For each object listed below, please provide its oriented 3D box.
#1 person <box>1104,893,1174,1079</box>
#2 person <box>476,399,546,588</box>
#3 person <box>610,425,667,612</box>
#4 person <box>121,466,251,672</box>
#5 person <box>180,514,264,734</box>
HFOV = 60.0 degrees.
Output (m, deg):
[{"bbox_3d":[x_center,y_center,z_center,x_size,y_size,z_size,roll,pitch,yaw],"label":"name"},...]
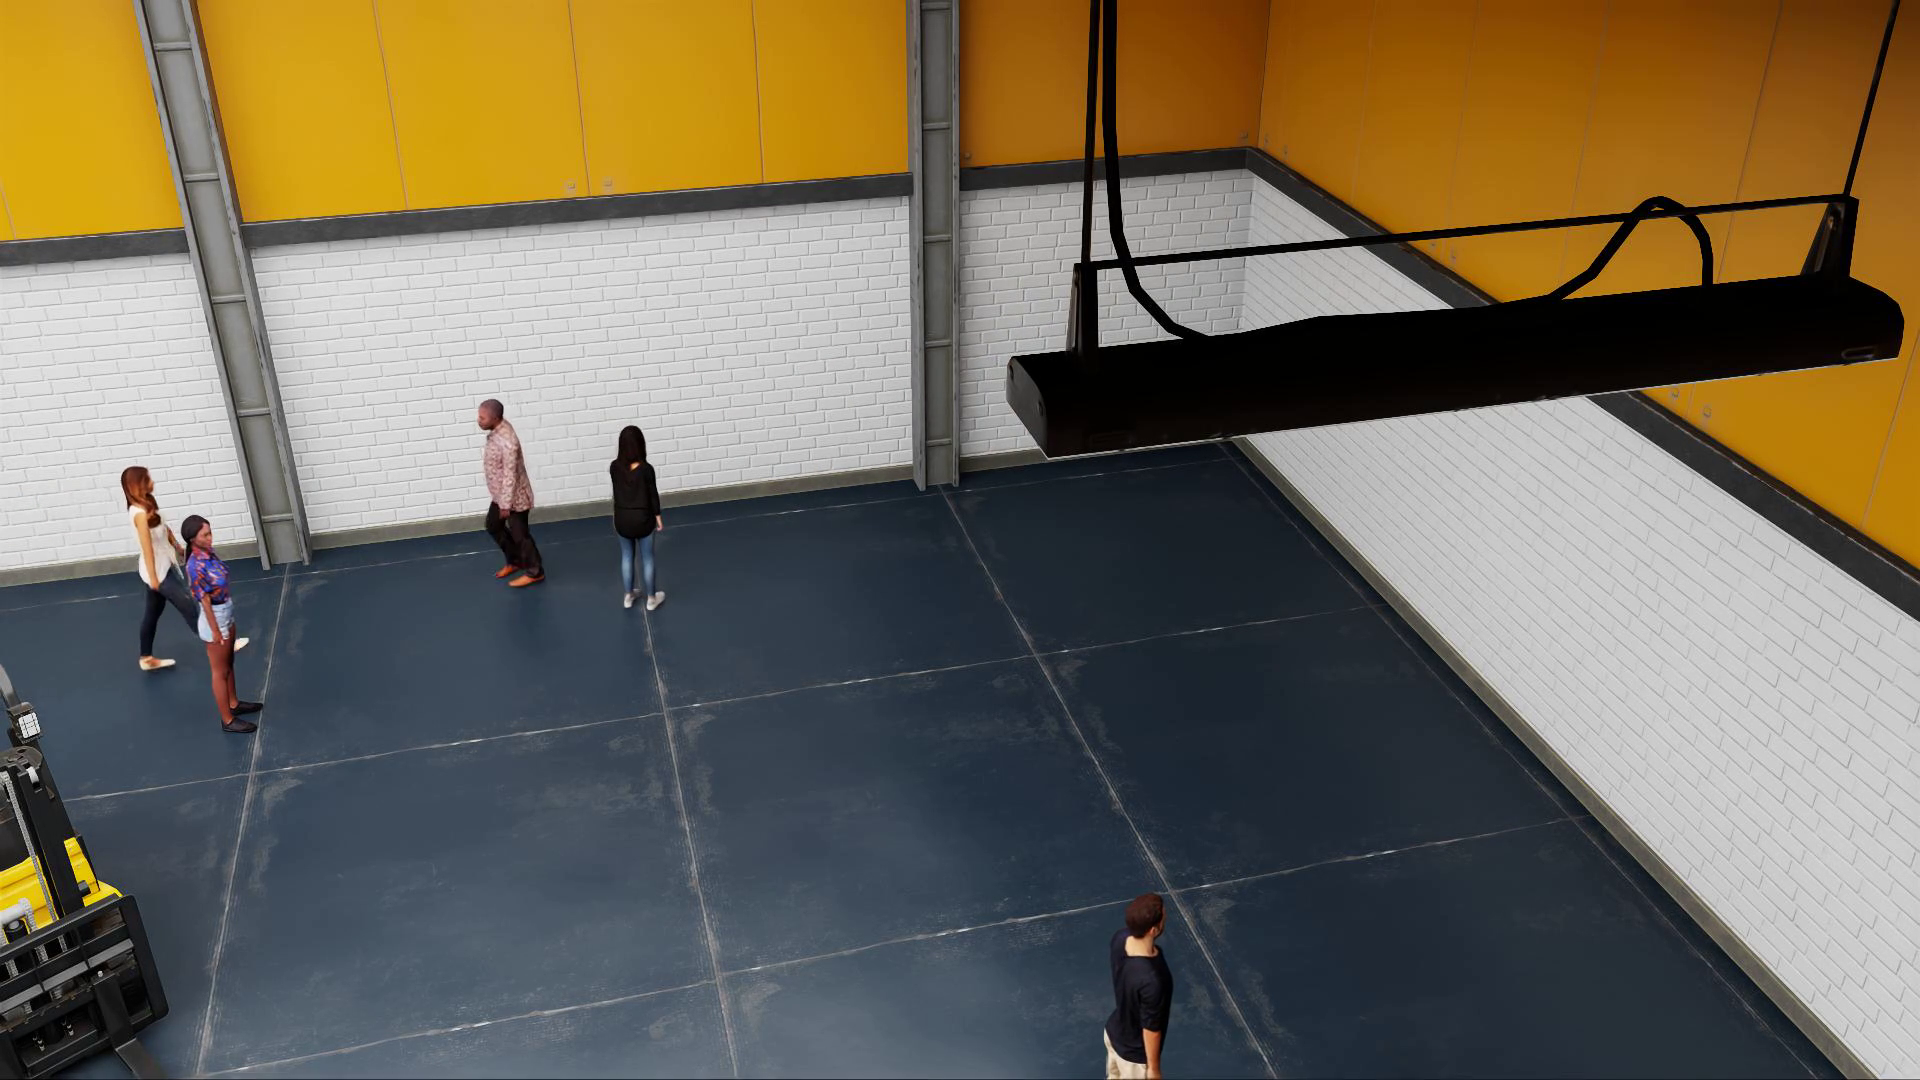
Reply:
[{"bbox_3d":[0.883,2.583,8.568,0.560,1.849,0.645,-8,30,-15],"label":"person"},{"bbox_3d":[-3.725,-0.413,14.123,0.731,1.789,0.773,-12,31,-21],"label":"person"},{"bbox_3d":[-2.706,-0.182,13.850,0.588,1.645,0.691,5,29,9],"label":"person"},{"bbox_3d":[-6.333,0.259,12.932,1.085,1.751,0.704,-12,31,-21],"label":"person"},{"bbox_3d":[-5.502,0.604,12.303,0.532,1.746,0.600,-5,29,-8],"label":"person"}]
